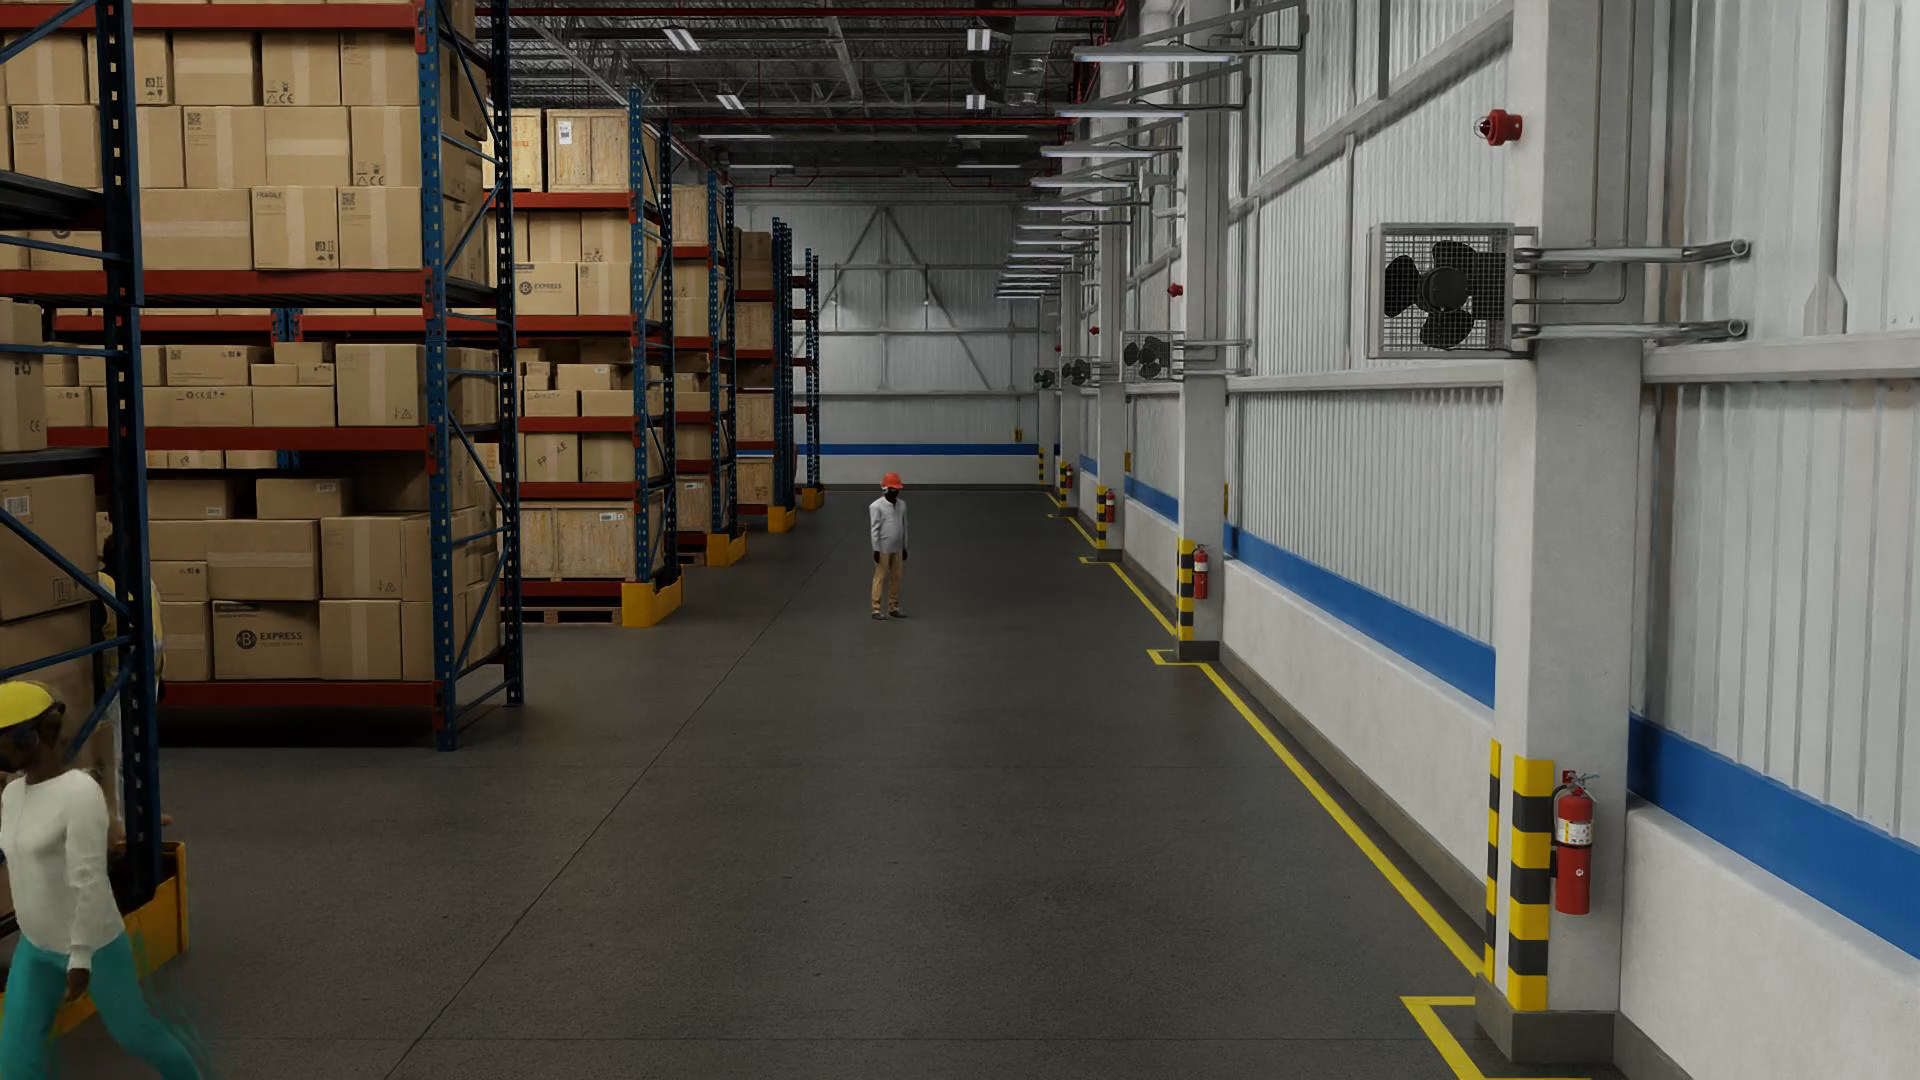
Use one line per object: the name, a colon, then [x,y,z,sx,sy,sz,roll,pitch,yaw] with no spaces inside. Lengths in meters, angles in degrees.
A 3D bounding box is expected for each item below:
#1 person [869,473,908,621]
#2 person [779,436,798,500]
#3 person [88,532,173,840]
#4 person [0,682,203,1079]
person: [-0.812,0.076,19.590,0.351,1.742,0.566,5,7,43]
person: [-3.924,-1.522,37.261,0.409,1.906,0.652,4,6,38]
person: [-4.997,0.854,9.979,0.429,1.838,0.622,1,5,9]
person: [-2.887,1.301,5.479,0.560,1.712,0.861,2,5,25]
